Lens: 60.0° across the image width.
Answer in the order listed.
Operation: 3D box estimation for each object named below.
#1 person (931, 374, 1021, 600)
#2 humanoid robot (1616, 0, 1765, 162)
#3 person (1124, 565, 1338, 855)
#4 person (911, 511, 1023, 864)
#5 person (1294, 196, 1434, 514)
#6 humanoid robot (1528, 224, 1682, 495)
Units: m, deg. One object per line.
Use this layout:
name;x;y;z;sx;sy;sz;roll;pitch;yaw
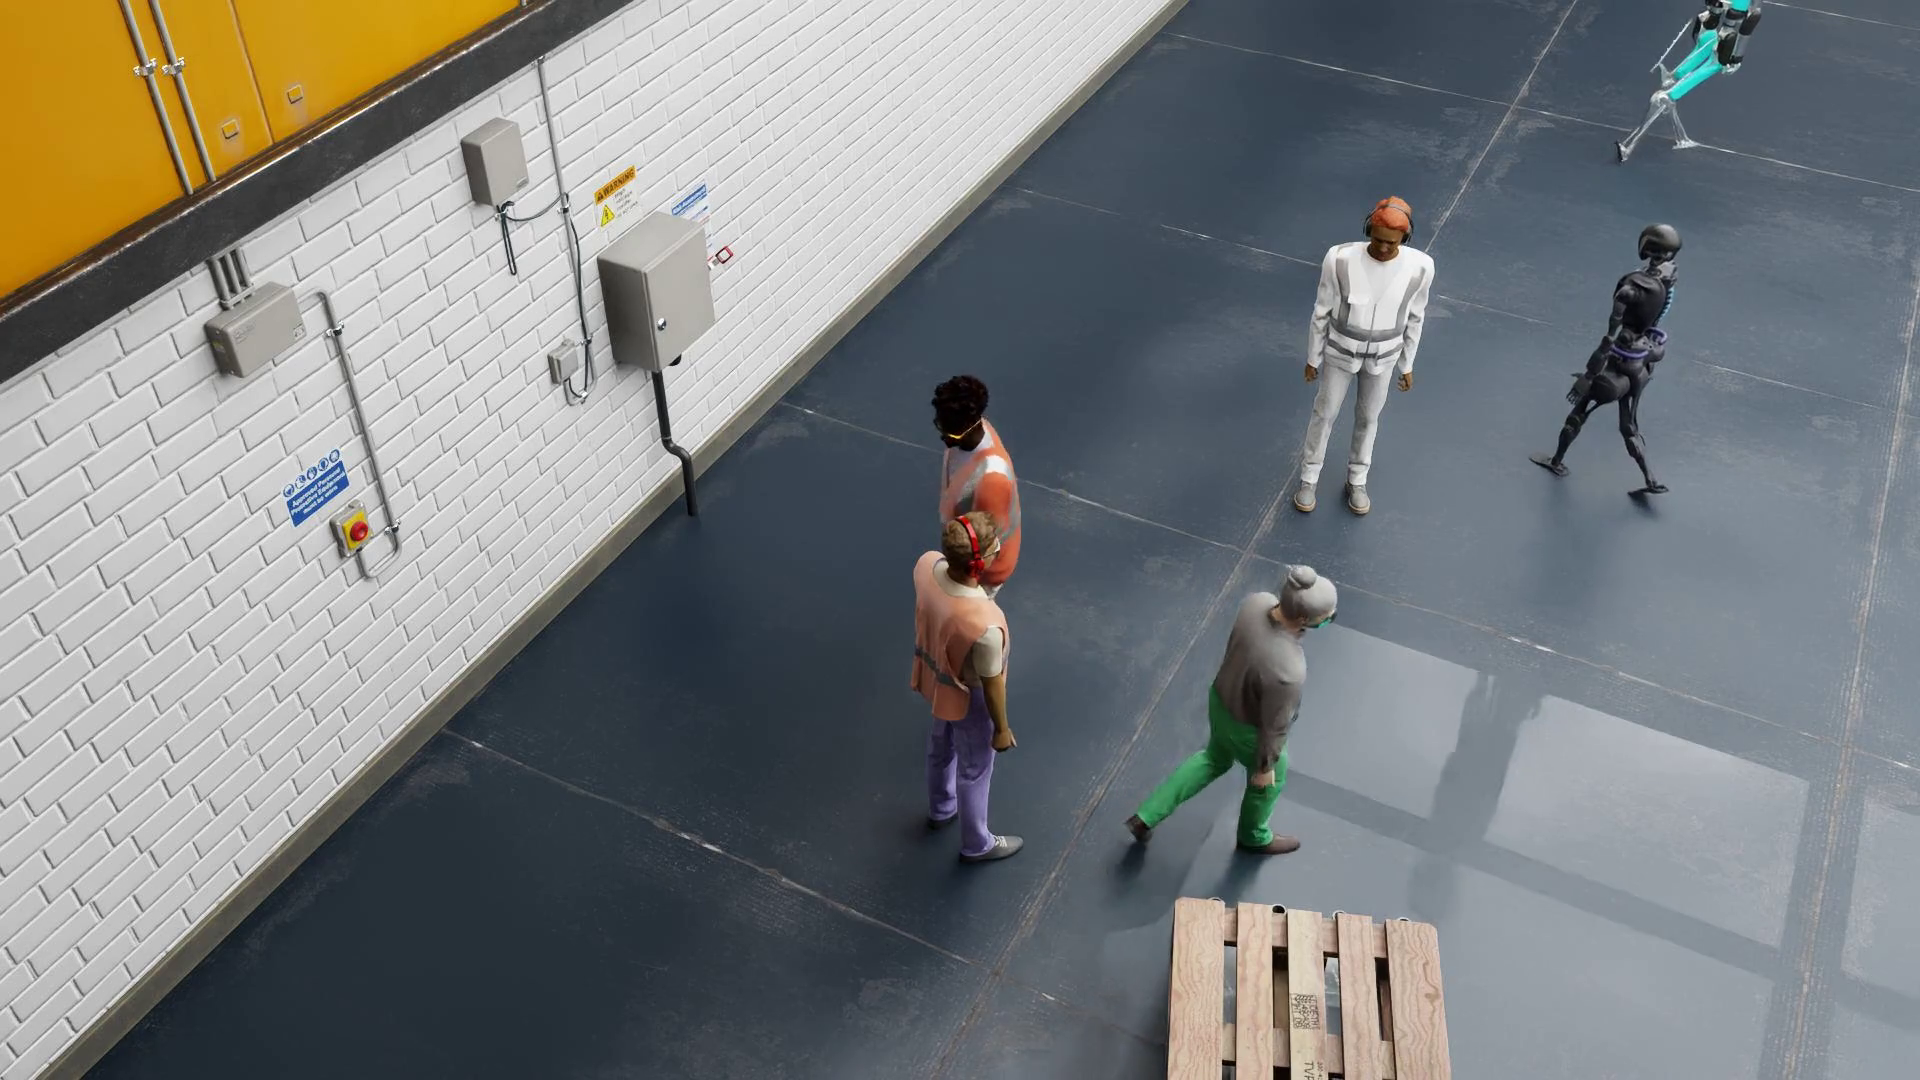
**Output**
person;0.041;0.035;7.527;0.491;1.927;0.633;-10;42;-12
humanoid robot;5.135;-3.487;11.796;0.857;1.829;0.561;-8;41;-10
person;1.124;0.743;6.792;0.749;1.821;0.541;-10;42;-11
person;0.012;0.633;6.897;0.390;1.846;0.565;-23;46;-24
person;2.097;-0.950;8.702;0.573;1.886;0.355;4;41;5
humanoid robot;3.579;-0.934;8.879;0.589;1.640;0.760;-30;49;-30
